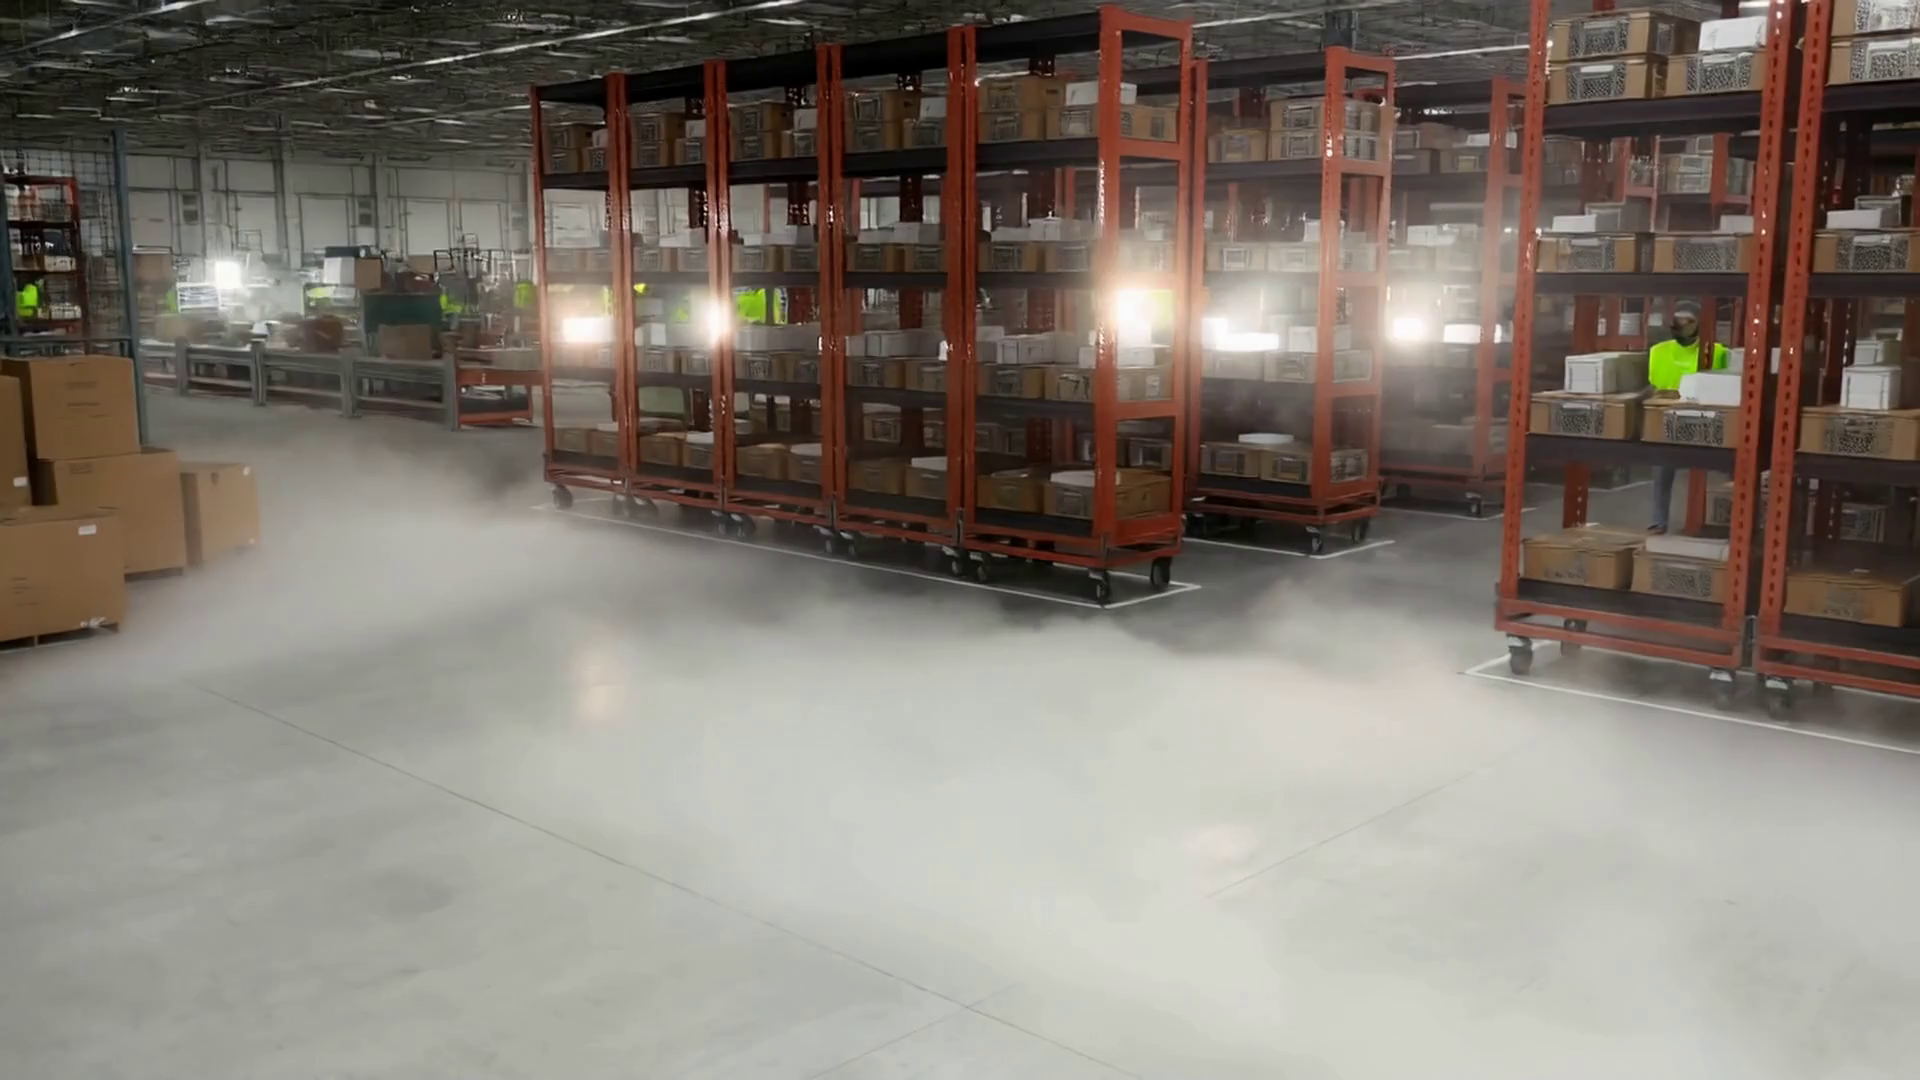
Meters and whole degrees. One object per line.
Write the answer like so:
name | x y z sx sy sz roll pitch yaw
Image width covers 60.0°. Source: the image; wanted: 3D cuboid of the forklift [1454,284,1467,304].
forklift | 14.532 -7.133 47.680 1.873 2.768 1.129 9 13 42

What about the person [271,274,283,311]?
person | -22.812 -7.945 55.622 0.488 1.911 0.618 -6 11 -33

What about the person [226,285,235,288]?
person | -25.249 -8.210 57.311 0.796 1.880 0.630 -3 10 -17

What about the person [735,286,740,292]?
person | -10.758 -11.806 79.208 0.636 1.939 0.362 -5 11 -29

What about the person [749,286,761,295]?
person | -7.660 -9.091 62.588 0.449 1.927 0.595 8 12 41

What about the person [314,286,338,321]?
person | -14.874 -5.305 39.172 1.003 1.994 0.606 -6 11 -34

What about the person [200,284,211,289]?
person | -16.999 -4.951 37.409 0.942 1.869 0.647 -8 13 -42

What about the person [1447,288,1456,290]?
person | 18.651 -9.040 63.182 0.498 1.634 0.284 -5 11 -30

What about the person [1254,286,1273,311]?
person | 7.344 -5.391 40.424 0.545 1.751 0.354 4 10 21

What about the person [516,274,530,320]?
person | -17.644 -9.782 67.047 0.563 1.851 0.375 -2 9 -12

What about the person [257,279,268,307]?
person | -23.973 -8.076 56.985 0.533 1.731 0.847 9 13 43

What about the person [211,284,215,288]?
person | -40.410 -13.528 89.806 0.588 1.927 0.370 5 11 28

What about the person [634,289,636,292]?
person | -17.001 -12.793 85.392 0.699 1.899 0.694 -4 10 -24

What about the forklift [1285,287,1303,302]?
forklift | 10.769 -8.203 54.240 1.129 2.768 1.873 8 12 42

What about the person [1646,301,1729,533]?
person | 5.178 -0.786 11.923 0.574 1.843 0.375 9 13 44

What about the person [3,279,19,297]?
person | -44.715 -11.626 78.445 0.661 1.824 0.594 0 9 2

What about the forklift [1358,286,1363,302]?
forklift | 11.100 -7.017 46.970 1.873 2.768 1.129 9 13 43
